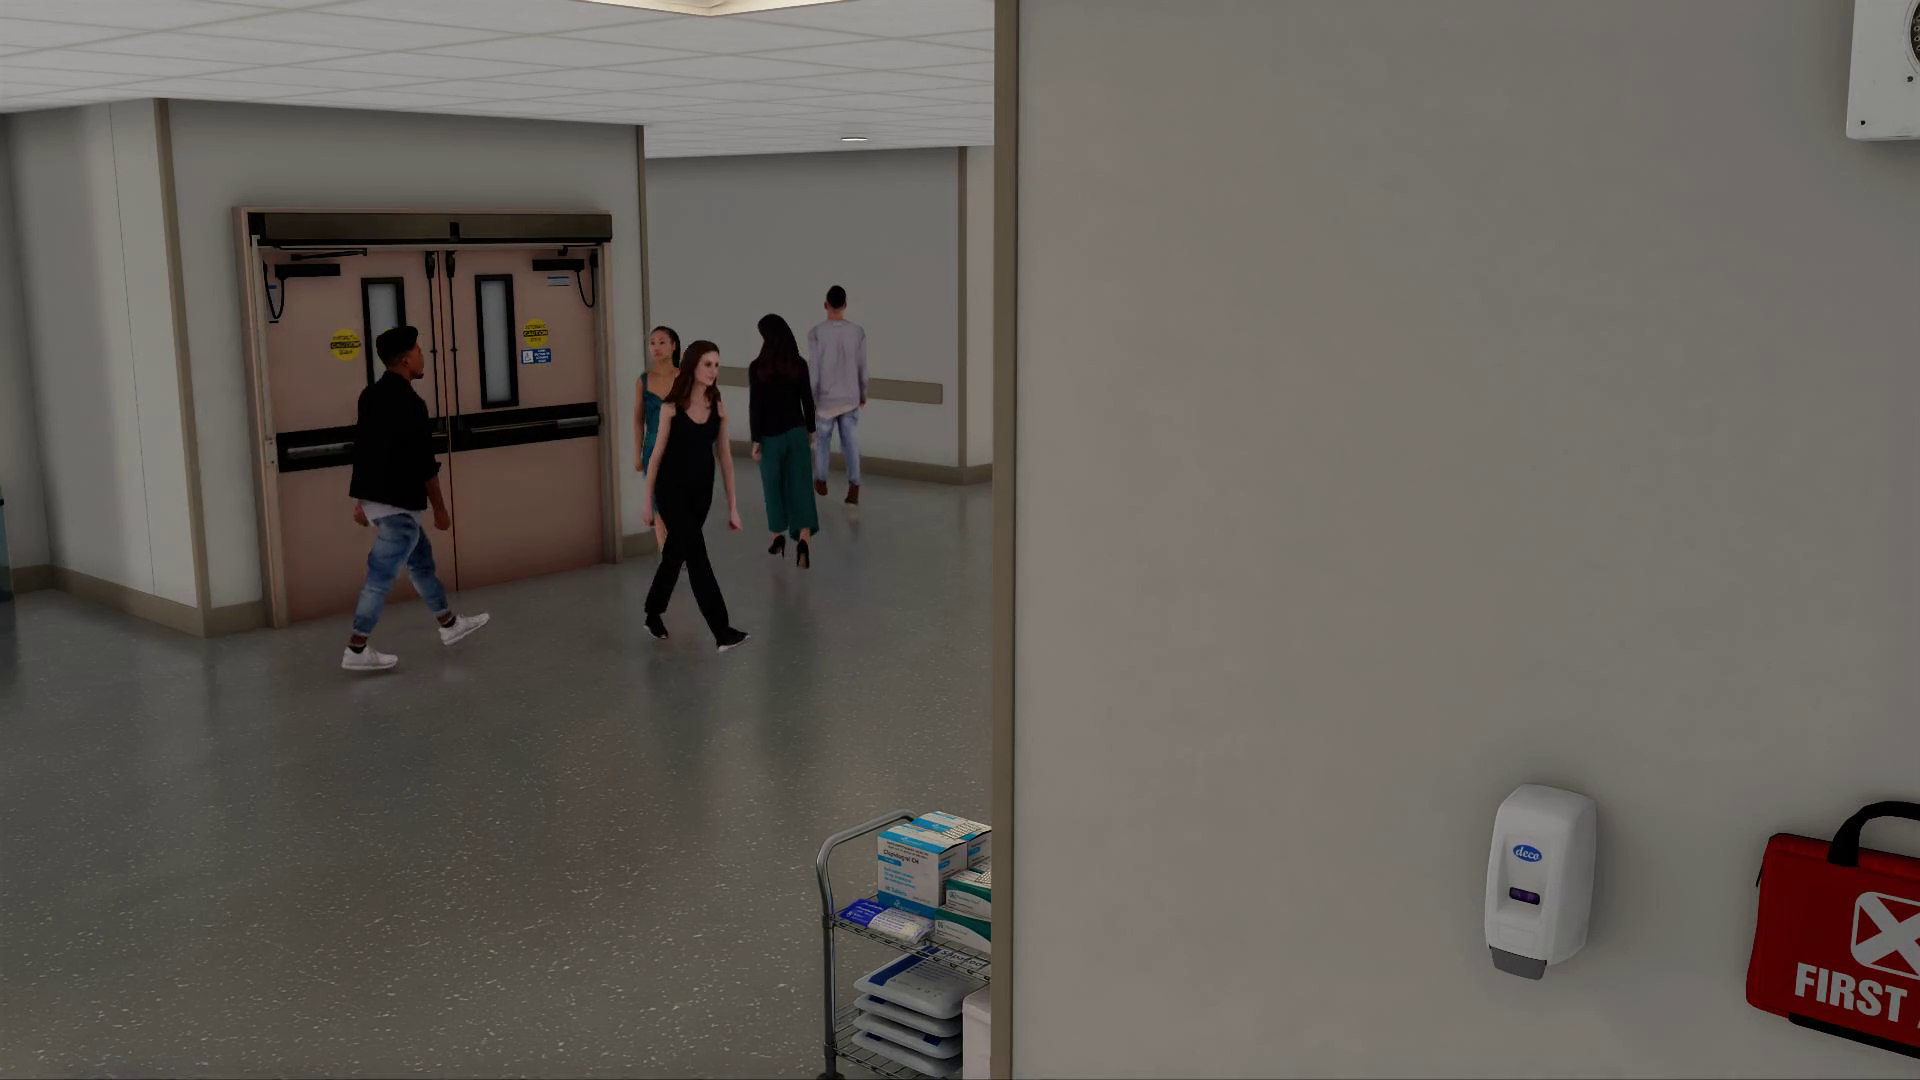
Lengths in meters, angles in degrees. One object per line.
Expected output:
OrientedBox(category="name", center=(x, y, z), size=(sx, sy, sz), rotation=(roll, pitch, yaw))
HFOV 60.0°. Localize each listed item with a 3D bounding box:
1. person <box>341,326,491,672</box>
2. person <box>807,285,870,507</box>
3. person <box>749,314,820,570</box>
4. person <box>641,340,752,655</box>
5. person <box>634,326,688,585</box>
OrientedBox(category="person", center=(-3.031, -0.189, 8.649), size=(1.147, 1.775, 0.789), rotation=(-10, 15, -43))
OrientedBox(category="person", center=(-0.972, -1.137, 13.605), size=(1.219, 1.789, 1.144), rotation=(-4, 11, -20))
OrientedBox(category="person", center=(-1.155, -0.601, 11.054), size=(1.138, 1.688, 1.121), rotation=(-2, 11, -10))
OrientedBox(category="person", center=(-1.556, -0.205, 9.031), size=(1.111, 1.663, 0.735), rotation=(-8, 14, -37))
OrientedBox(category="person", center=(-1.856, -0.529, 10.706), size=(0.742, 1.675, 0.806), rotation=(0, 11, 3))
